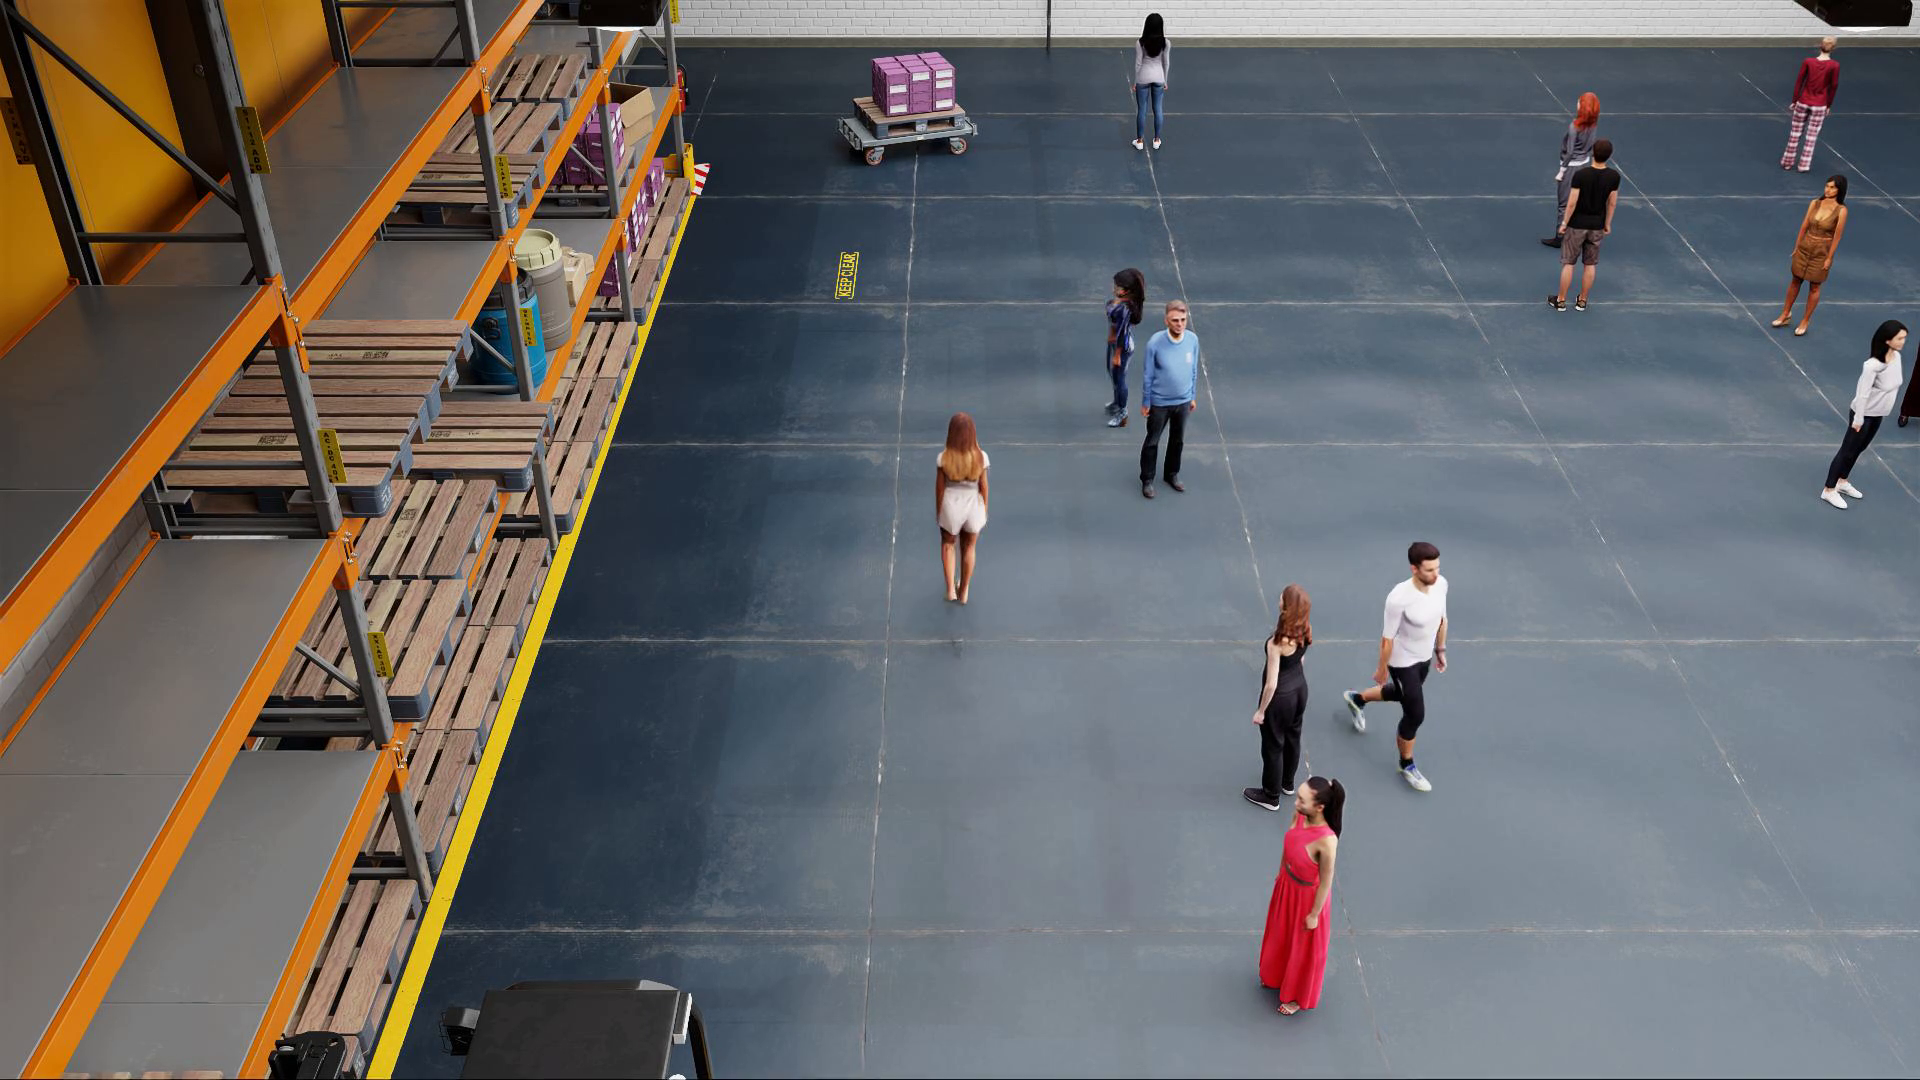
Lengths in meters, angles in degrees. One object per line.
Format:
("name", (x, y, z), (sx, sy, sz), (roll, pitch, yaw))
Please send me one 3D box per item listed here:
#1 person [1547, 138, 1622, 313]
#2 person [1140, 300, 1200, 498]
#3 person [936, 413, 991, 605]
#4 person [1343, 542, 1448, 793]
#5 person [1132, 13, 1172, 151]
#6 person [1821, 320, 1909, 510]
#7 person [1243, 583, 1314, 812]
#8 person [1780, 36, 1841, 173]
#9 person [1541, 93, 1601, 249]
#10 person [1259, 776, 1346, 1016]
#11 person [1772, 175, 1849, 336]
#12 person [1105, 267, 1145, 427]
("person", (6.504, -3.271, 17.283), (0.681, 1.861, 0.579), (2, 34, 2))
("person", (1.797, -1.237, 14.262), (0.721, 1.817, 0.666), (-10, 35, -14))
("person", (0.020, -0.169, 12.778), (0.566, 1.682, 0.676), (0, 34, 0))
("person", (2.989, 0.758, 11.259), (1.101, 1.819, 1.239), (-23, 40, -30))
("person", (2.447, -5.877, 21.317), (0.620, 1.736, 0.548), (-3, 34, -5))
("person", (7.716, -1.093, 14.152), (0.709, 1.701, 0.752), (-24, 41, -32))
("person", (2.135, 1.029, 10.917), (0.661, 1.747, 0.718), (-28, 43, -35))
("person", (10.593, -5.430, 20.680), (0.677, 1.697, 0.685), (20, 39, 28))
("person", (6.901, -4.162, 18.698), (0.662, 1.779, 0.680), (-20, 39, -27))
("person", (1.949, 2.014, 9.454), (0.743, 1.726, 0.609), (-10, 35, -15))
("person", (8.682, -2.906, 16.888), (0.696, 1.690, 0.609), (-22, 39, -29))
("person", (1.461, -1.782, 15.269), (0.753, 1.611, 0.494), (4, 34, 6))
